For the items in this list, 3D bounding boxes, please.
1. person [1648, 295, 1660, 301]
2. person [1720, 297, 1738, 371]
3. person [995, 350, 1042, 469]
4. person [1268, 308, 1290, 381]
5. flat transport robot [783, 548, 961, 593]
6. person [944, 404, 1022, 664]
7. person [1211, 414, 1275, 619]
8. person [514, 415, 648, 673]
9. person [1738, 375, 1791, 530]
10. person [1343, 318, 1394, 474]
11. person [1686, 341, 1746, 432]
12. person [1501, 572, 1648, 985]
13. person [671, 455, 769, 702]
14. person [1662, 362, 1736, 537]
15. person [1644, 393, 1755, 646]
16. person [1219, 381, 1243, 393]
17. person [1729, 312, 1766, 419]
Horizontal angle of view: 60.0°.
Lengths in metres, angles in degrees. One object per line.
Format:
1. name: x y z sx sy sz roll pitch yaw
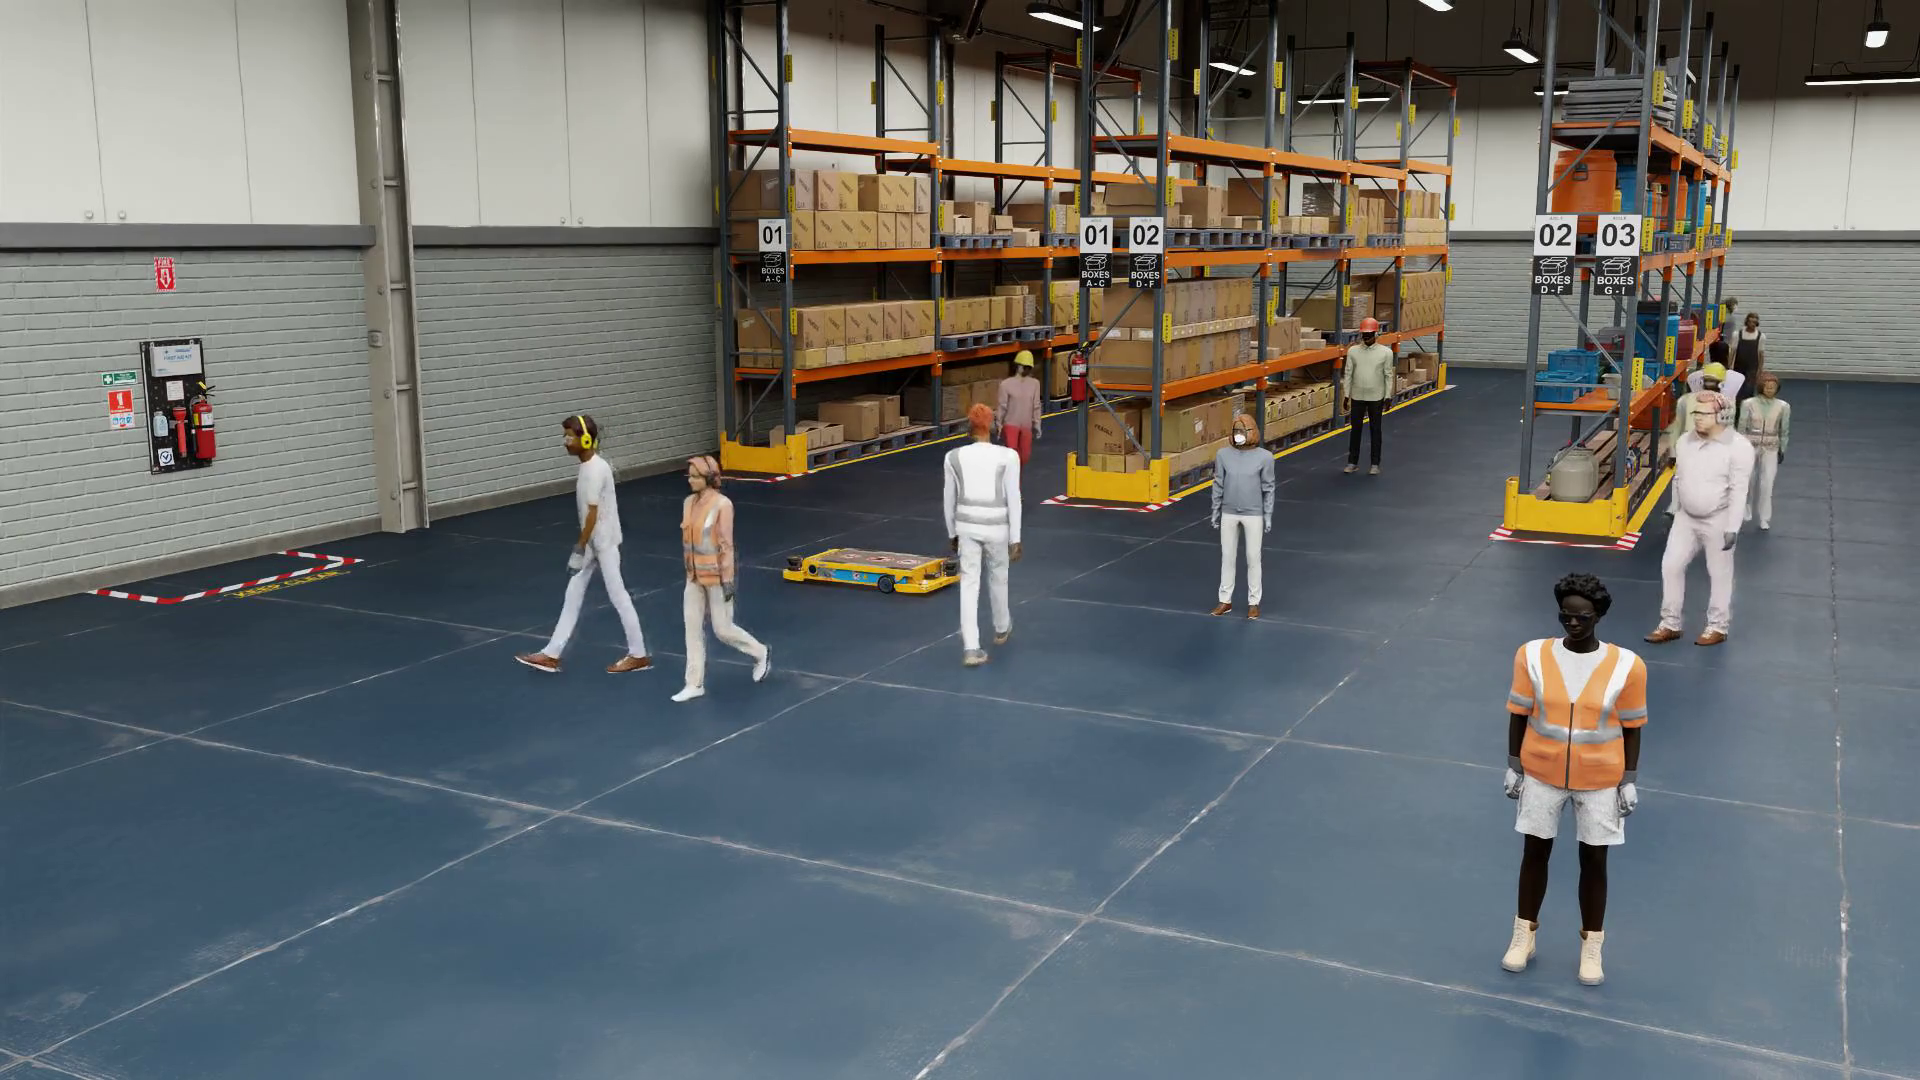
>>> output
1. person: 13.280 -3.749 31.929 0.520 1.900 0.568 -7 13 -35
2. person: 14.281 -3.605 31.129 0.833 1.905 0.648 7 13 34
3. person: 0.624 -1.325 19.121 0.538 1.738 0.658 -6 12 -29
4. person: 6.220 -3.822 32.527 0.620 1.815 0.610 4 11 22
5. flat transport robot: -0.771 0.253 14.536 1.431 0.197 0.652 5 12 27
6. person: 0.169 -0.065 12.017 0.589 1.827 1.025 2 11 11
7. person: 2.242 -0.189 13.231 0.509 1.632 0.268 5 12 26
8. person: -2.598 0.057 11.382 0.952 1.815 0.506 -5 12 -25
9. person: 8.411 -0.947 17.468 0.501 1.595 0.852 4 11 21
10. person: 5.190 -1.832 21.203 0.626 1.992 0.387 5 12 26
11. person: 8.024 -1.155 17.727 0.590 1.916 0.389 5 12 26
12. person: 2.488 0.963 6.775 0.542 1.695 0.316 5 12 26
13. person: -1.600 0.235 10.935 0.521 1.620 0.663 10 14 43
14. person: 7.253 -0.834 16.313 0.617 1.806 0.604 -8 13 -36
15. person: 5.432 -0.129 12.210 0.740 1.880 0.663 -7 12 -33
16. person: 4.513 -2.982 27.443 0.640 2.000 0.983 6 12 30
17. person: 12.639 -2.761 26.742 0.525 1.824 0.685 5 12 27
